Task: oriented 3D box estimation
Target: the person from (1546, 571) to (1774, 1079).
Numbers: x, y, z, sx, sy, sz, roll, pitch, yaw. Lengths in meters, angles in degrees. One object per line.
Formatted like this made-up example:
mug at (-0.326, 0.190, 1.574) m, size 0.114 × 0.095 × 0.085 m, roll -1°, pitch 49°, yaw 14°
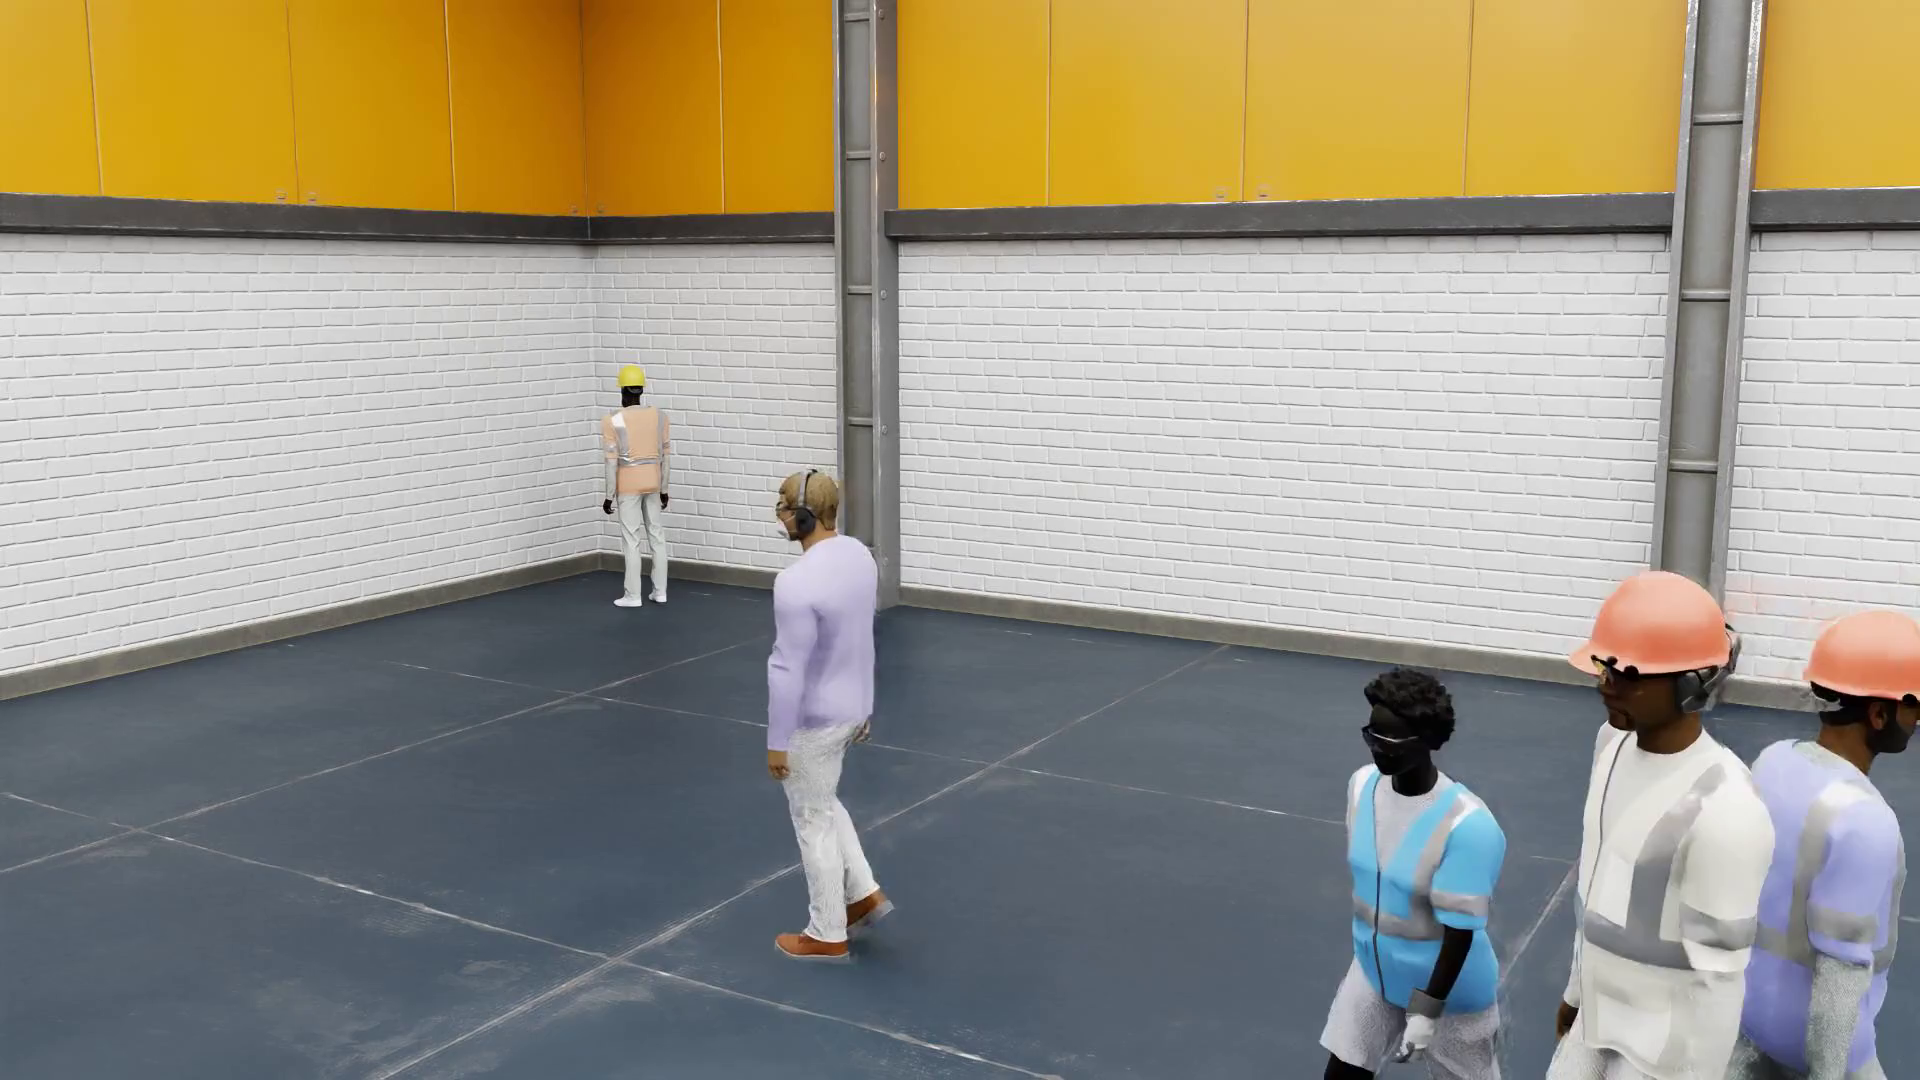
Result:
person at (1.524, 1.060, 3.625) m, size 0.585 × 2.030 × 0.636 m, roll 0°, pitch 9°, yaw -2°

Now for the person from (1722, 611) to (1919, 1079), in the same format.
person at (2.063, 1.093, 3.833) m, size 0.952 × 1.889 × 0.562 m, roll 0°, pitch 9°, yaw -1°

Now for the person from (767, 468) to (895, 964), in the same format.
person at (-0.553, 0.678, 6.356) m, size 0.436 × 1.920 × 0.649 m, roll 4°, pitch 10°, yaw 21°

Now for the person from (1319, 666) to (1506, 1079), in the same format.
person at (1.125, 1.142, 4.278) m, size 0.836 × 1.650 × 0.536 m, roll -6°, pitch 11°, yaw -32°

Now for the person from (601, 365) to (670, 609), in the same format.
person at (-2.571, -0.419, 13.188) m, size 0.589 × 1.928 × 0.386 m, roll -7°, pitch 12°, yaw -39°
